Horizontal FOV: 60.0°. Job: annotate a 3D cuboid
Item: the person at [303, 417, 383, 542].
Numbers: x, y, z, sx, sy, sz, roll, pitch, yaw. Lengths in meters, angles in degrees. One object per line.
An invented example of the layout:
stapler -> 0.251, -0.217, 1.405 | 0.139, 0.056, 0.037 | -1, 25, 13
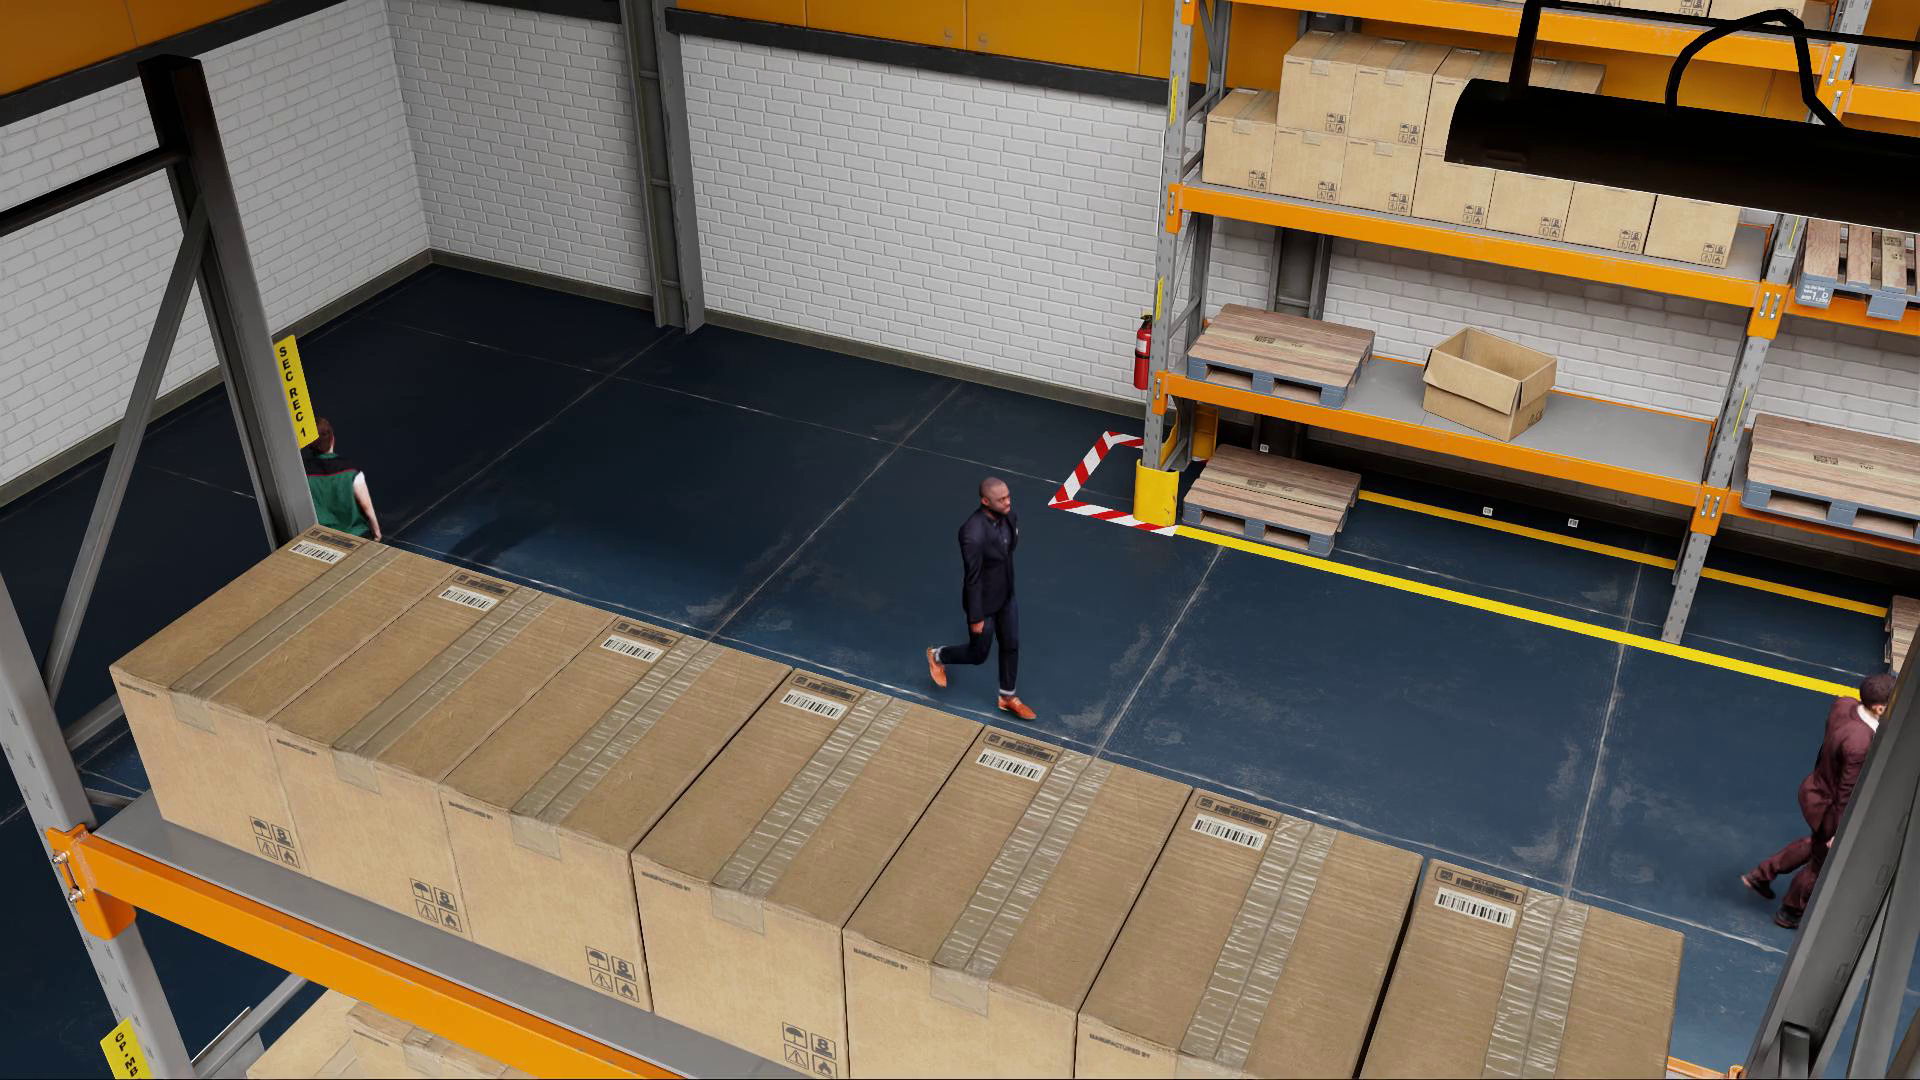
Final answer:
person -> -4.263, 0.021, 11.418 | 0.875, 1.826, 0.920 | -4, 34, -6

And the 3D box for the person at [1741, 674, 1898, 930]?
person -> 4.763, 1.456, 9.241 | 0.847, 1.847, 0.778 | 7, 34, 11

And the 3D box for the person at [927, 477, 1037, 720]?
person -> 0.123, 0.369, 10.920 | 1.139, 1.797, 0.864 | 23, 40, 30
